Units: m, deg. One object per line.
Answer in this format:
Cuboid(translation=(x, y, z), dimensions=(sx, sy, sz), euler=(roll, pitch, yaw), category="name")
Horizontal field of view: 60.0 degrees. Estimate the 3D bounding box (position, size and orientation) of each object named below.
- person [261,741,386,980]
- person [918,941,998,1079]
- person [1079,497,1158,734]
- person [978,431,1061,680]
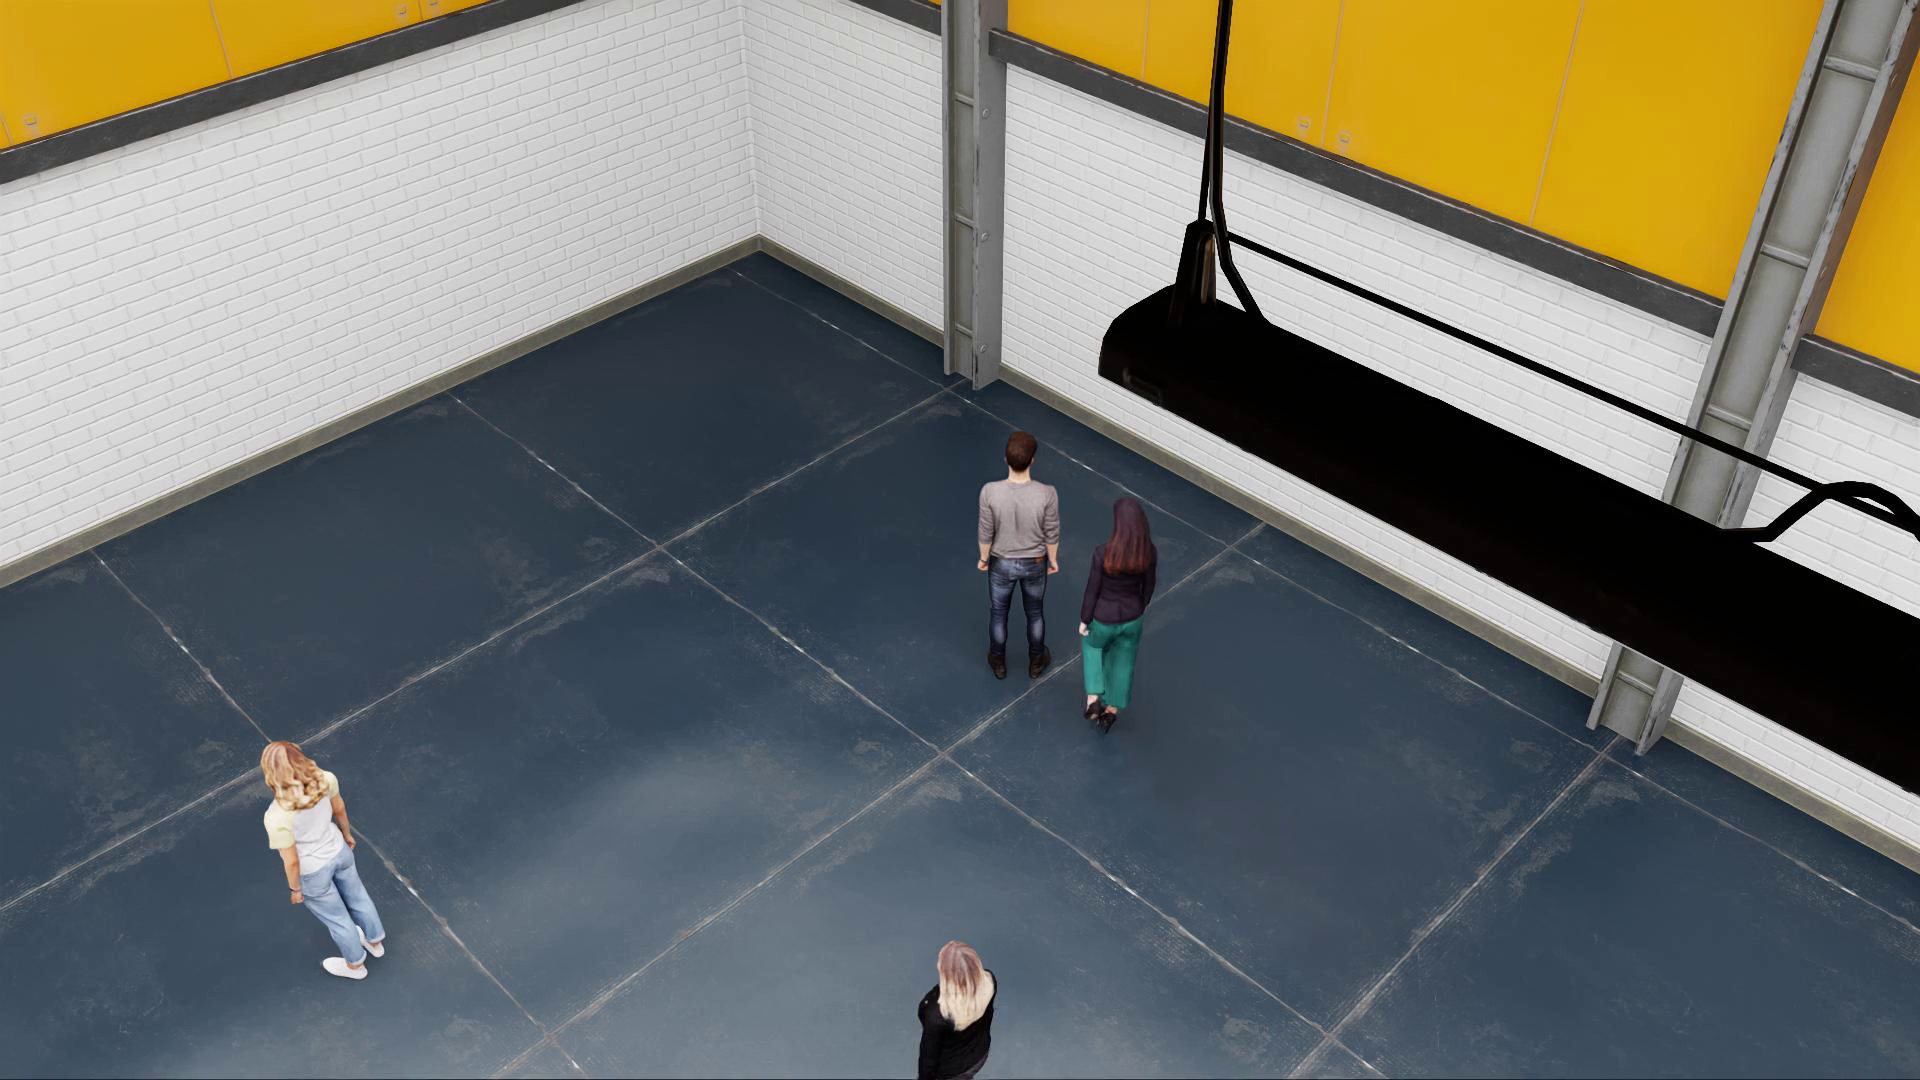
Cuboid(translation=(-3.409, 1.719, 8.883), dimensions=(0.666, 1.722, 0.698), euler=(15, 41, 18), category="person")
Cuboid(translation=(0.034, 2.531, 7.912), dimensions=(0.995, 1.664, 0.637), euler=(31, 48, 33), category="person")
Cuboid(translation=(1.000, 0.559, 10.343), dimensions=(0.793, 1.712, 0.843), euler=(-8, 39, -9), category="person")
Cuboid(translation=(0.376, 0.131, 10.726), dimensions=(0.761, 1.904, 0.827), euler=(1, 39, 1), category="person")
